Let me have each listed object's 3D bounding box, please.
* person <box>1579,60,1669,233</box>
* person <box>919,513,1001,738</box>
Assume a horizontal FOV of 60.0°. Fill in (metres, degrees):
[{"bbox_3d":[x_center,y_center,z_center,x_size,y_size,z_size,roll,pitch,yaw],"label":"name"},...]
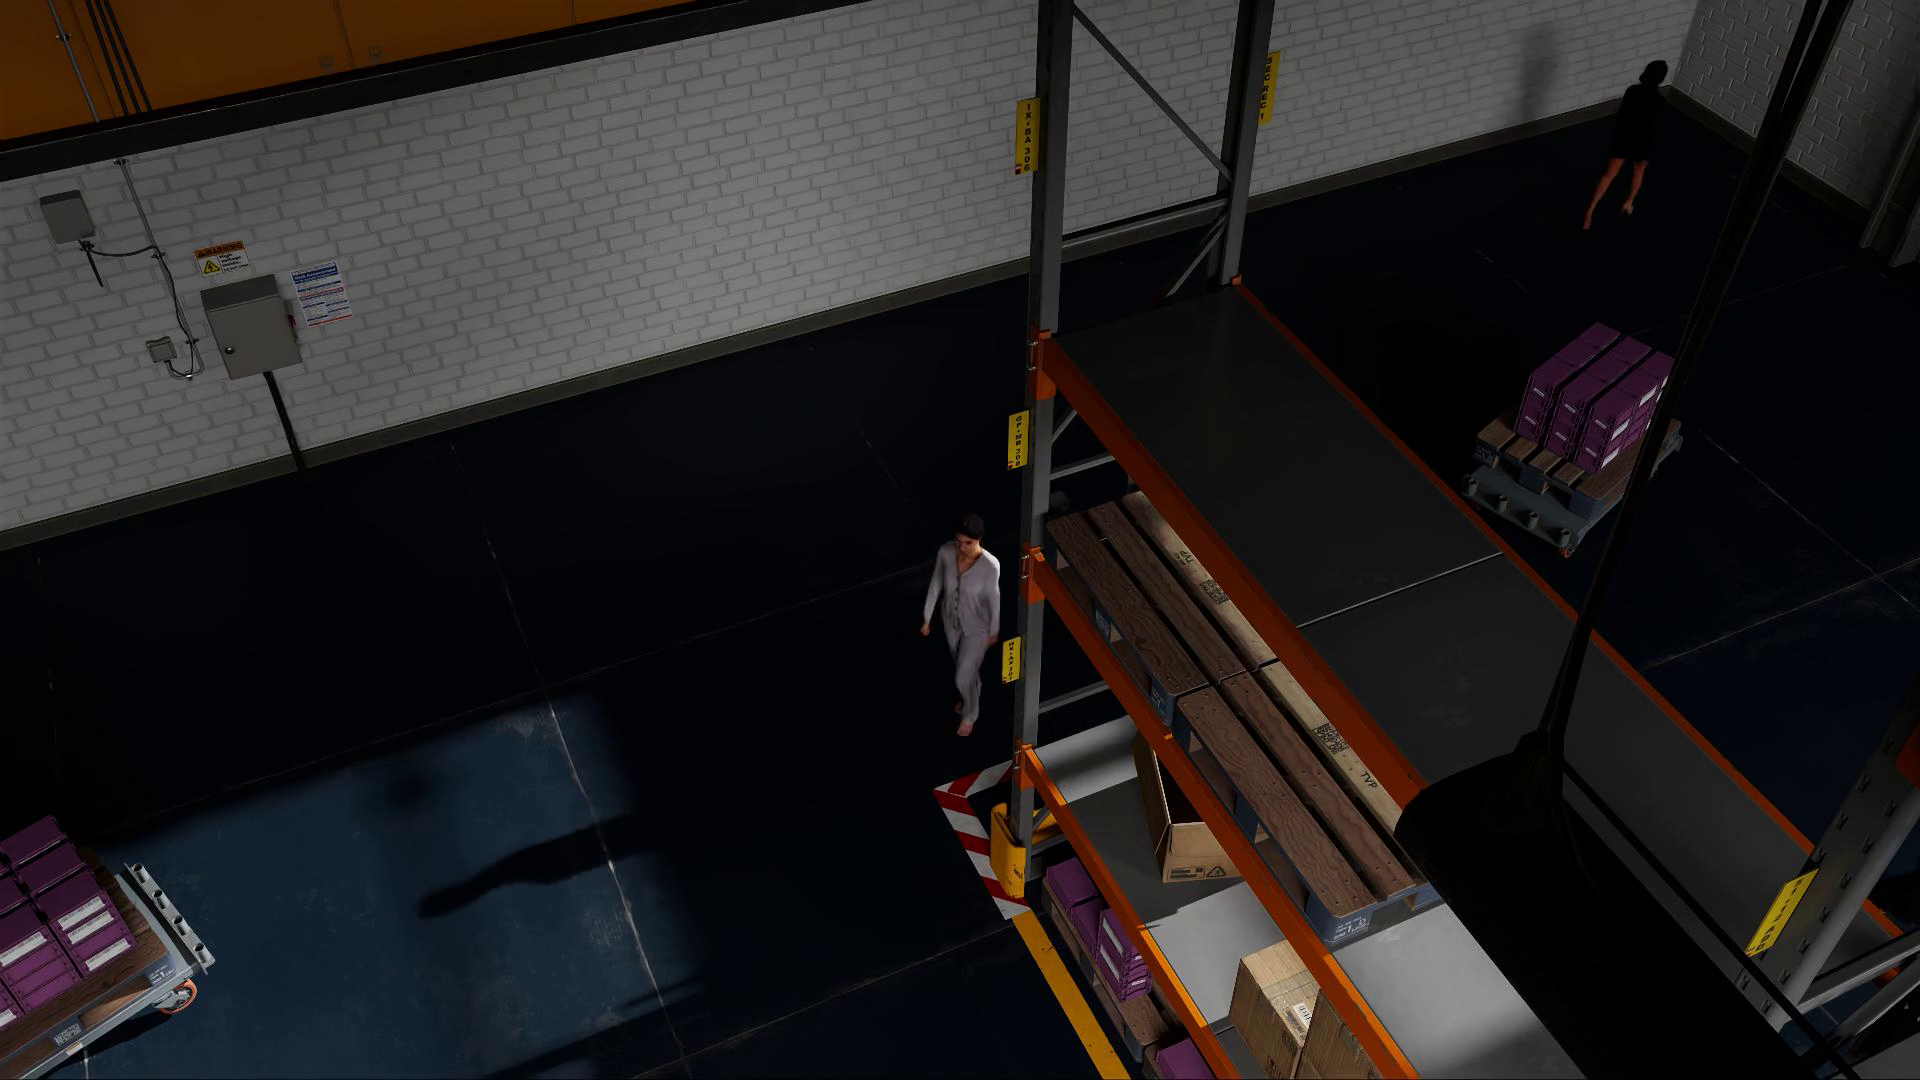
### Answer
[{"bbox_3d":[5.855,-3.411,14.622,1.065,1.603,0.896,32,52,29],"label":"person"},{"bbox_3d":[0.094,0.444,10.463,0.758,1.758,0.825,26,50,25],"label":"person"}]
